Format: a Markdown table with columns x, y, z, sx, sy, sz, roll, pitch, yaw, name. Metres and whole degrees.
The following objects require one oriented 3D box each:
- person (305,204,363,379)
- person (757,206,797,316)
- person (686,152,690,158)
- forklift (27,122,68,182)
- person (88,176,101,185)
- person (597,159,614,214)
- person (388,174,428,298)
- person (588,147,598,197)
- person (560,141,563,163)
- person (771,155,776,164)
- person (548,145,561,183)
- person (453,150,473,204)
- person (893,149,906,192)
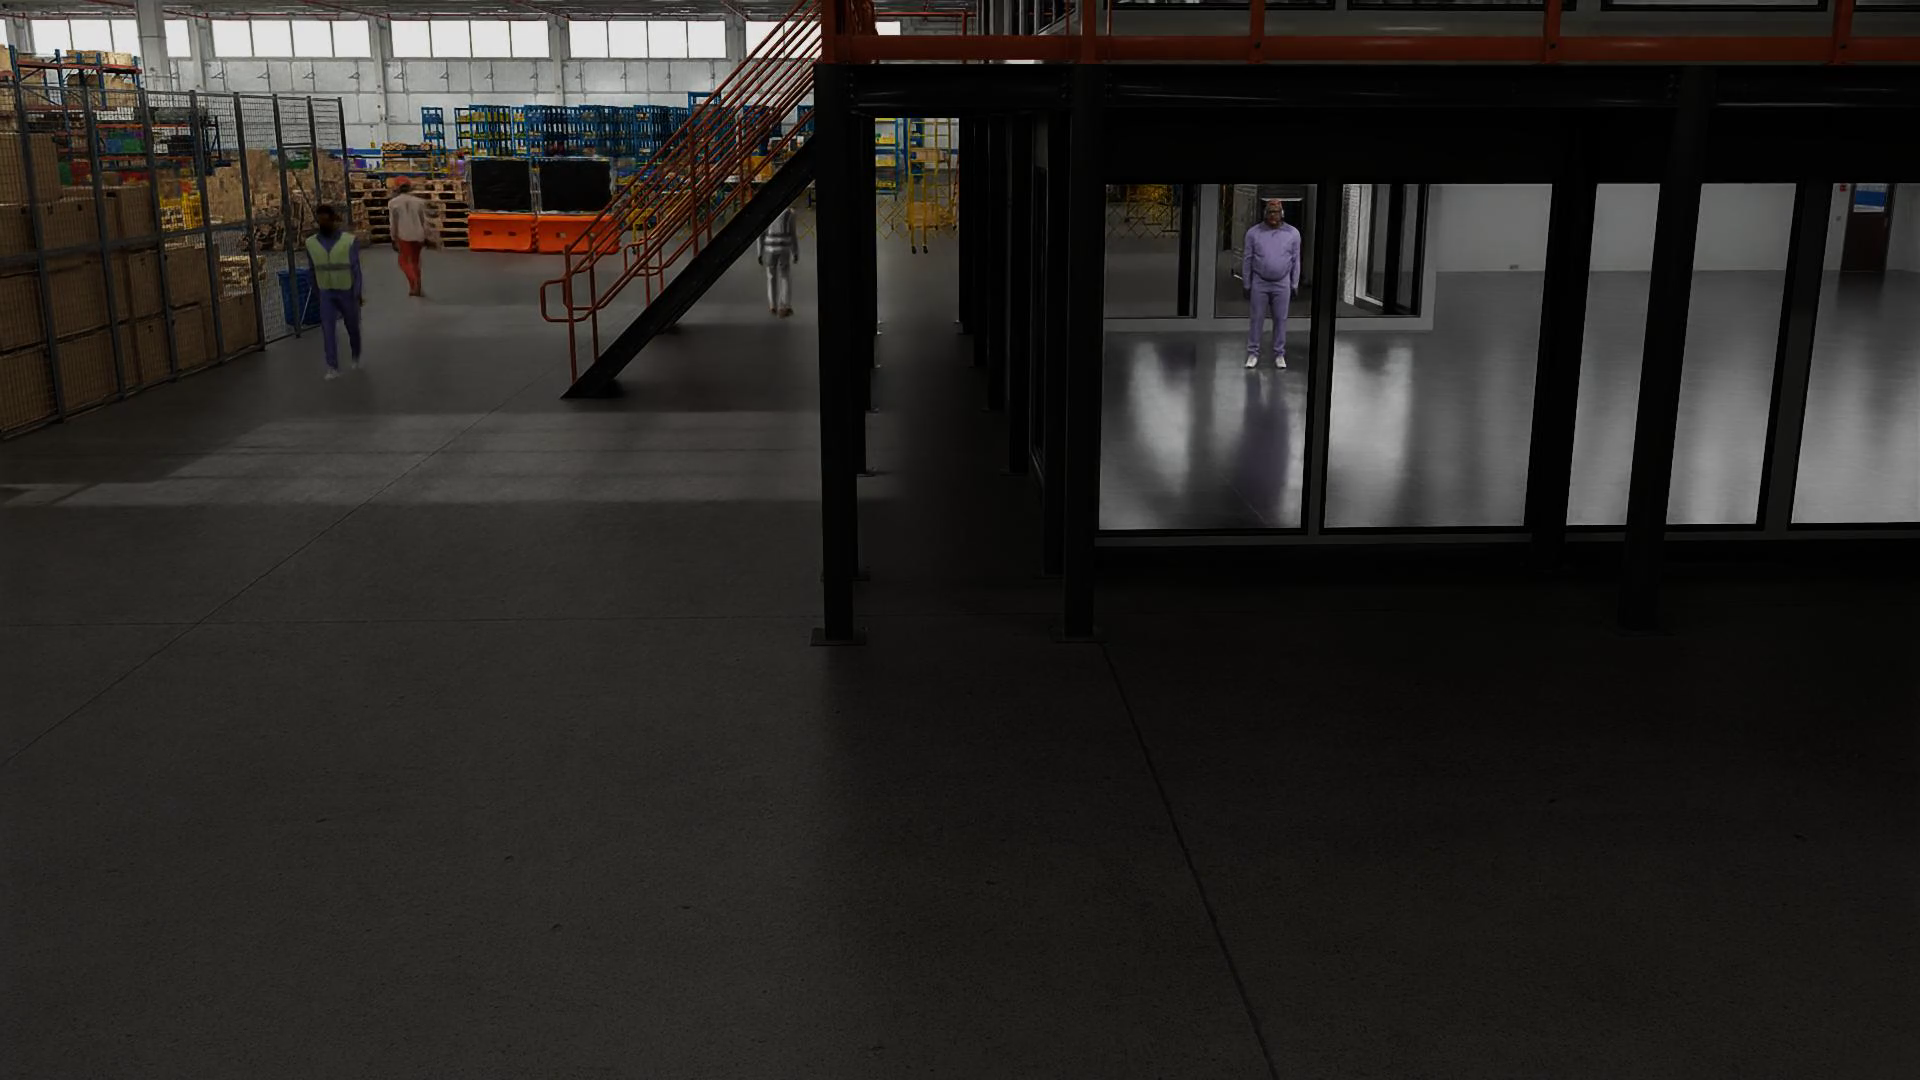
| x | y | z | sx | sy | sz | roll | pitch | yaw | name |
| --- | --- | --- | --- | --- | --- | --- | --- | --- | --- |
| -6.900 | -2.774 | 18.442 | 0.593 | 1.891 | 0.902 | -2 | 14 | -8 | person |
| -2.644 | -4.194 | 24.132 | 0.578 | 1.885 | 0.357 | 0 | 14 | 1 | person |
| -13.596 | -19.188 | 84.232 | 0.621 | 1.793 | 0.608 | 8 | 16 | 28 | person |
| -35.376 | -14.773 | 64.377 | 1.129 | 2.768 | 1.873 | -1 | 14 | -2 | forklift |
| -17.716 | -6.657 | 34.304 | 0.504 | 1.712 | 0.799 | 6 | 15 | 22 | person |
| -9.654 | -9.482 | 45.412 | 0.434 | 1.811 | 0.644 | -11 | 18 | -37 | person |
| -8.731 | -4.817 | 26.441 | 0.622 | 1.974 | 0.630 | -12 | 18 | -39 | person |
| -13.948 | -13.969 | 63.220 | 0.627 | 1.868 | 0.715 | -4 | 15 | -17 | person |
| -21.757 | -20.918 | 91.044 | 0.390 | 1.842 | 0.565 | -3 | 14 | -13 | person |
| -9.658 | -19.420 | 84.838 | 0.823 | 1.967 | 0.631 | 4 | 15 | 16 | person |
| -14.127 | -12.612 | 57.478 | 0.808 | 2.018 | 0.639 | -3 | 14 | -10 | person |
| -16.224 | -11.779 | 54.393 | 0.561 | 1.893 | 0.945 | 4 | 15 | 16 | person |
| -2.563 | -15.329 | 68.973 | 0.520 | 1.715 | 0.940 | -8 | 16 | -30 | person |
